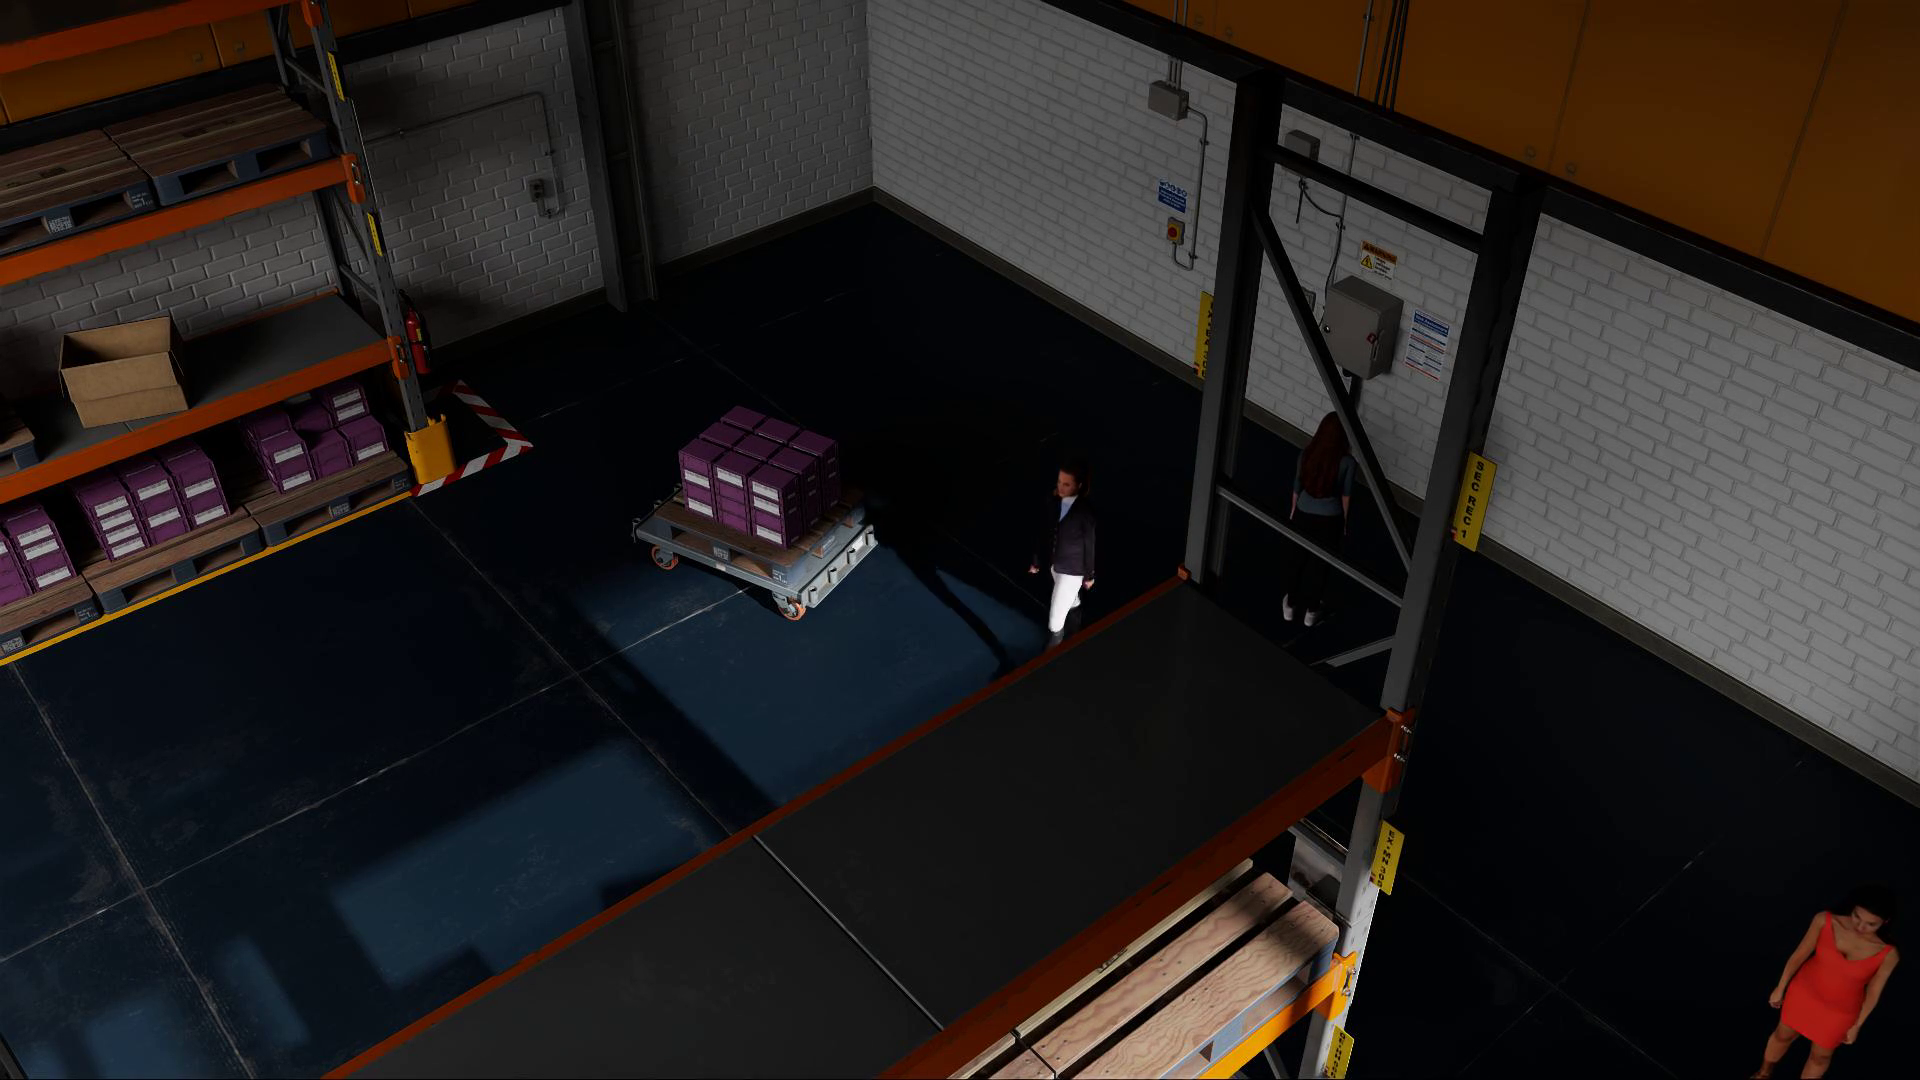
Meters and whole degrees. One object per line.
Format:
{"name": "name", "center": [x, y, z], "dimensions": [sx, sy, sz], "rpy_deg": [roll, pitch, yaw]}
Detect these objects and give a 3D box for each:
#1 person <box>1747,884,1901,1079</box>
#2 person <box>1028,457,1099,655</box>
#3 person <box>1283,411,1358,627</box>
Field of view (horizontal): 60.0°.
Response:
{"name": "person", "center": [4.427, 2.344, 8.514], "dimensions": [0.615, 1.719, 0.574], "rpy_deg": [29, 47, 31]}
{"name": "person", "center": [0.782, 0.153, 11.268], "dimensions": [0.982, 1.706, 0.627], "rpy_deg": [-31, 48, -33]}
{"name": "person", "center": [2.497, -0.139, 11.606], "dimensions": [0.651, 1.740, 0.663], "rpy_deg": [15, 41, 18]}
